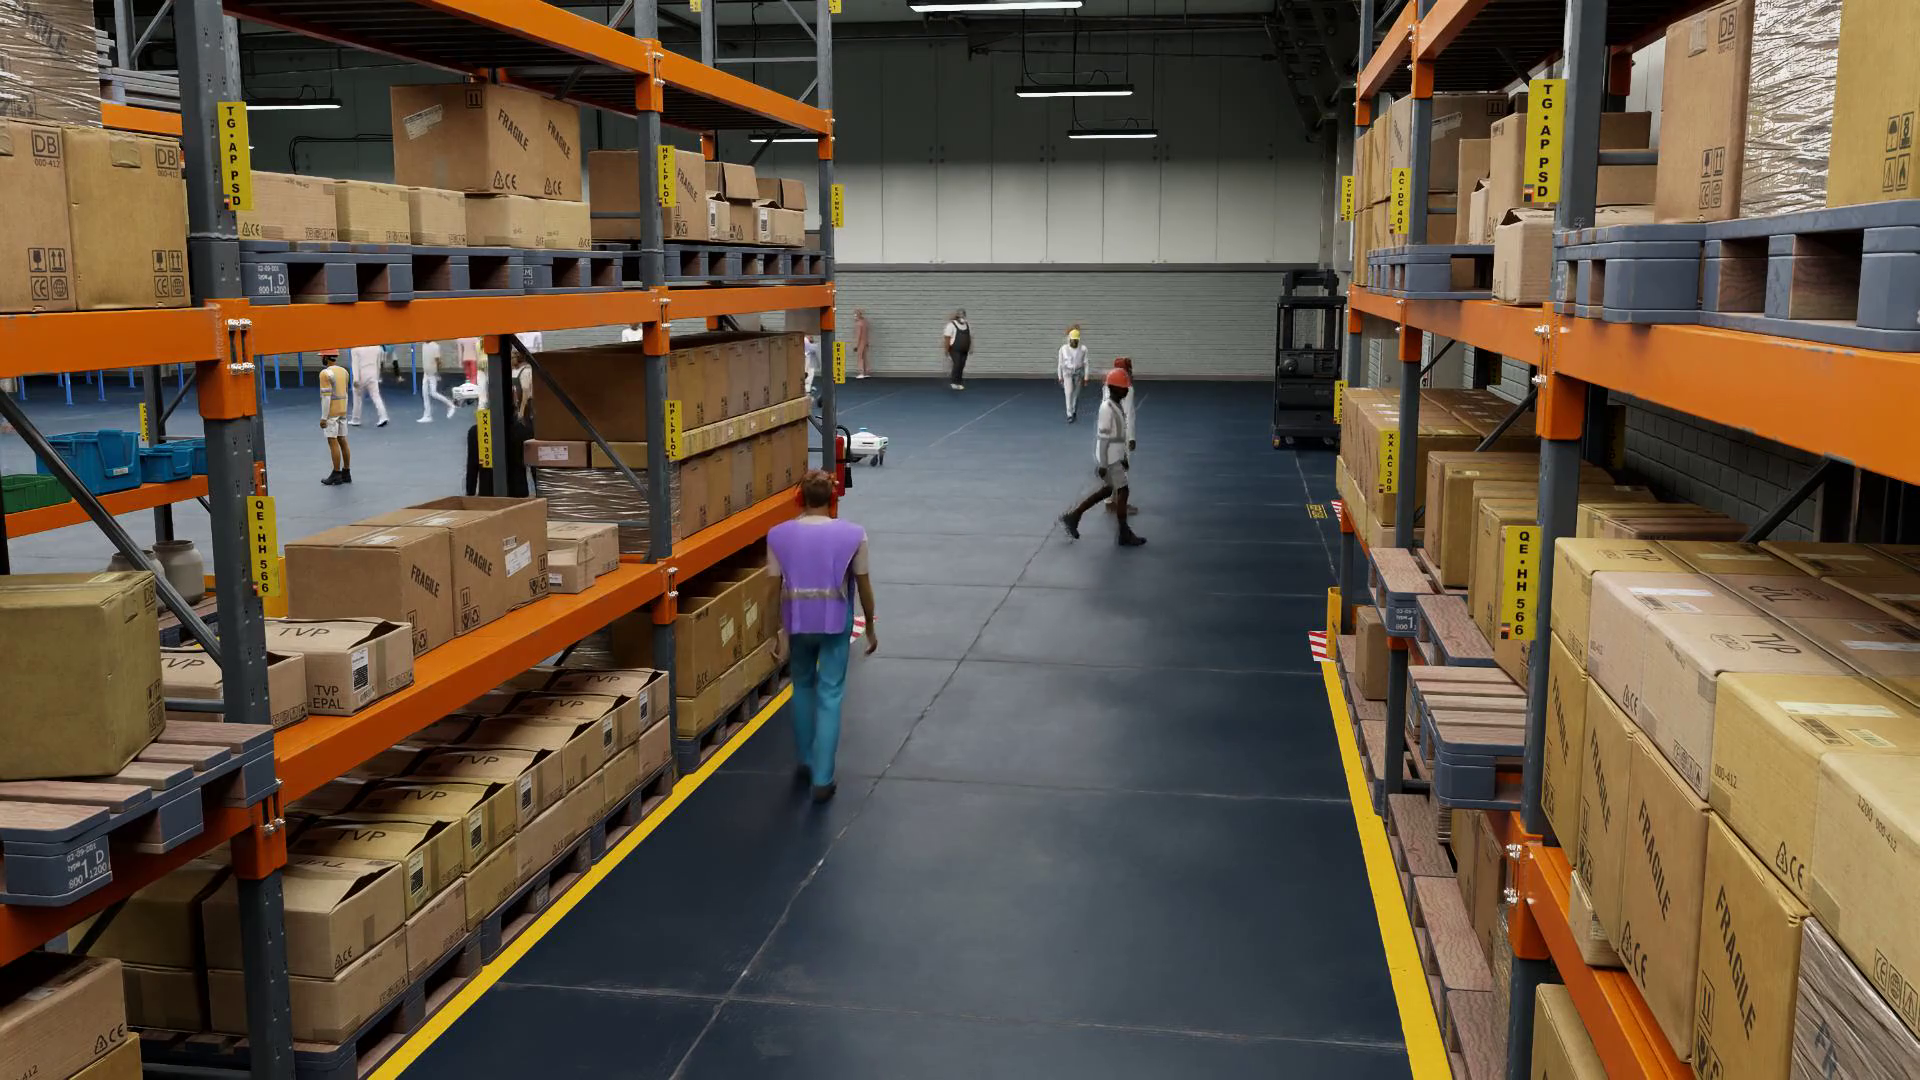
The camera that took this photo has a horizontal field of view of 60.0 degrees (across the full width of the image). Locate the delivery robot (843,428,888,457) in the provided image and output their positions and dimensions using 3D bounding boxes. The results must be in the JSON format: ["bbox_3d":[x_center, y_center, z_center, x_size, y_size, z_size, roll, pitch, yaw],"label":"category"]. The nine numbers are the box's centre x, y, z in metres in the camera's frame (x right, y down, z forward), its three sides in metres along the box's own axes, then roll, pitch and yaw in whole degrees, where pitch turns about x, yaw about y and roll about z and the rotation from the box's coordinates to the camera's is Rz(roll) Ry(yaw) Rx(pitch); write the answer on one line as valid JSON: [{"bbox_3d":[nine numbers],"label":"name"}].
[{"bbox_3d":[-1.459,-1.460,25.233,0.707,0.478,0.477,3,10,16],"label":"delivery robot"}]

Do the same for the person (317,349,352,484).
[{"bbox_3d":[-8.641,-1.747,22.907,0.356,1.937,0.552,2,9,12],"label":"person"}]

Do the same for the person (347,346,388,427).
[{"bbox_3d":[-11.153,-3.063,31.278,0.995,1.861,0.659,6,11,34],"label":"person"}]

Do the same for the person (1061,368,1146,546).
[{"bbox_3d":[1.536,-0.898,17.777,0.870,1.906,0.545,2,9,12],"label":"person"}]

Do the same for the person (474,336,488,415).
[{"bbox_3d":[-9.615,-3.497,34.108,0.633,1.815,0.870,4,10,24],"label":"person"}]

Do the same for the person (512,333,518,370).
[{"bbox_3d":[-10.578,-4.381,39.258,0.652,1.904,0.403,-6,11,-34],"label":"person"}]

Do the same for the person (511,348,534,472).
[{"bbox_3d":[-6.416,-1.862,23.994,0.532,1.803,0.904,9,13,44],"label":"person"}]

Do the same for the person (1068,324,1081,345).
[{"bbox_3d":[2.793,-4.386,40.138,0.335,1.621,0.534,-5,10,-26],"label":"person"}]

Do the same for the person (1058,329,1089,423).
[{"bbox_3d":[2.211,-3.220,32.456,0.595,1.798,0.857,0,9,-3],"label":"person"}]

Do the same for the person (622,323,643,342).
[{"bbox_3d":[-7.564,-4.249,38.666,0.601,1.825,0.996,-2,9,-10],"label":"person"}]

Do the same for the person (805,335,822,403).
[{"bbox_3d":[-3.279,-3.719,36.153,0.503,1.587,0.866,3,10,19],"label":"person"}]

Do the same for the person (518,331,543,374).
[{"bbox_3d":[-9.989,-4.260,38.591,0.554,1.894,0.908,0,9,-2],"label":"person"}]

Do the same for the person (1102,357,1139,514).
[{"bbox_3d":[1.932,-1.269,20.126,0.337,1.882,0.585,-5,11,-30],"label":"person"}]

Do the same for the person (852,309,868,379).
[{"bbox_3d":[-2.712,-5.313,45.133,0.396,1.881,0.794,2,9,12],"label":"person"}]

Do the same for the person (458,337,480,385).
[{"bbox_3d":[-11.232,-4.117,38.100,0.530,1.745,0.604,-1,9,-3],"label":"person"}]

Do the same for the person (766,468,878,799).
[{"bbox_3d":[-0.766,0.500,9.400,0.594,1.815,0.763,1,9,5],"label":"person"}]

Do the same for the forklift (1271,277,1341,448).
[{"bbox_3d":[5.847,-3.016,27.970,1.129,2.768,1.873,1,9,9],"label":"forklift"}]

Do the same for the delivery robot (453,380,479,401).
[{"bbox_3d":[-10.692,-3.235,36.182,0.477,0.478,0.707,5,10,27],"label":"delivery robot"}]

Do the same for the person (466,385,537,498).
[{"bbox_3d":[-3.905,-0.391,14.455,0.656,1.959,0.916,0,9,0],"label":"person"}]

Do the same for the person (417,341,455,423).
[{"bbox_3d":[-10.243,-3.227,32.316,0.533,1.852,0.684,7,12,39],"label":"person"}]

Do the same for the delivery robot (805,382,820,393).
[{"bbox_3d":[-3.277,-3.272,35.609,0.335,0.223,0.698,5,11,30],"label":"delivery robot"}]

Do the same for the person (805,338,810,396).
[{"bbox_3d":[-3.280,-3.437,33.361,0.585,1.929,0.370,5,11,30],"label":"person"}]

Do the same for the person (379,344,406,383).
[{"bbox_3d":[-14.913,-4.915,43.315,0.881,1.656,0.530,5,10,28],"label":"person"}]

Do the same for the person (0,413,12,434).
[{"bbox_3d":[-17.225,-2.782,29.418,0.643,1.905,0.966,4,10,23],"label":"person"}]

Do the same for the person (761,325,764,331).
[{"bbox_3d":[-4.664,-4.141,38.475,0.565,1.670,0.710,-7,12,-38],"label":"person"}]

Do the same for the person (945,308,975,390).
[{"bbox_3d":[0.015,-4.683,40.830,0.697,2.000,0.680,-7,12,-38],"label":"person"}]
